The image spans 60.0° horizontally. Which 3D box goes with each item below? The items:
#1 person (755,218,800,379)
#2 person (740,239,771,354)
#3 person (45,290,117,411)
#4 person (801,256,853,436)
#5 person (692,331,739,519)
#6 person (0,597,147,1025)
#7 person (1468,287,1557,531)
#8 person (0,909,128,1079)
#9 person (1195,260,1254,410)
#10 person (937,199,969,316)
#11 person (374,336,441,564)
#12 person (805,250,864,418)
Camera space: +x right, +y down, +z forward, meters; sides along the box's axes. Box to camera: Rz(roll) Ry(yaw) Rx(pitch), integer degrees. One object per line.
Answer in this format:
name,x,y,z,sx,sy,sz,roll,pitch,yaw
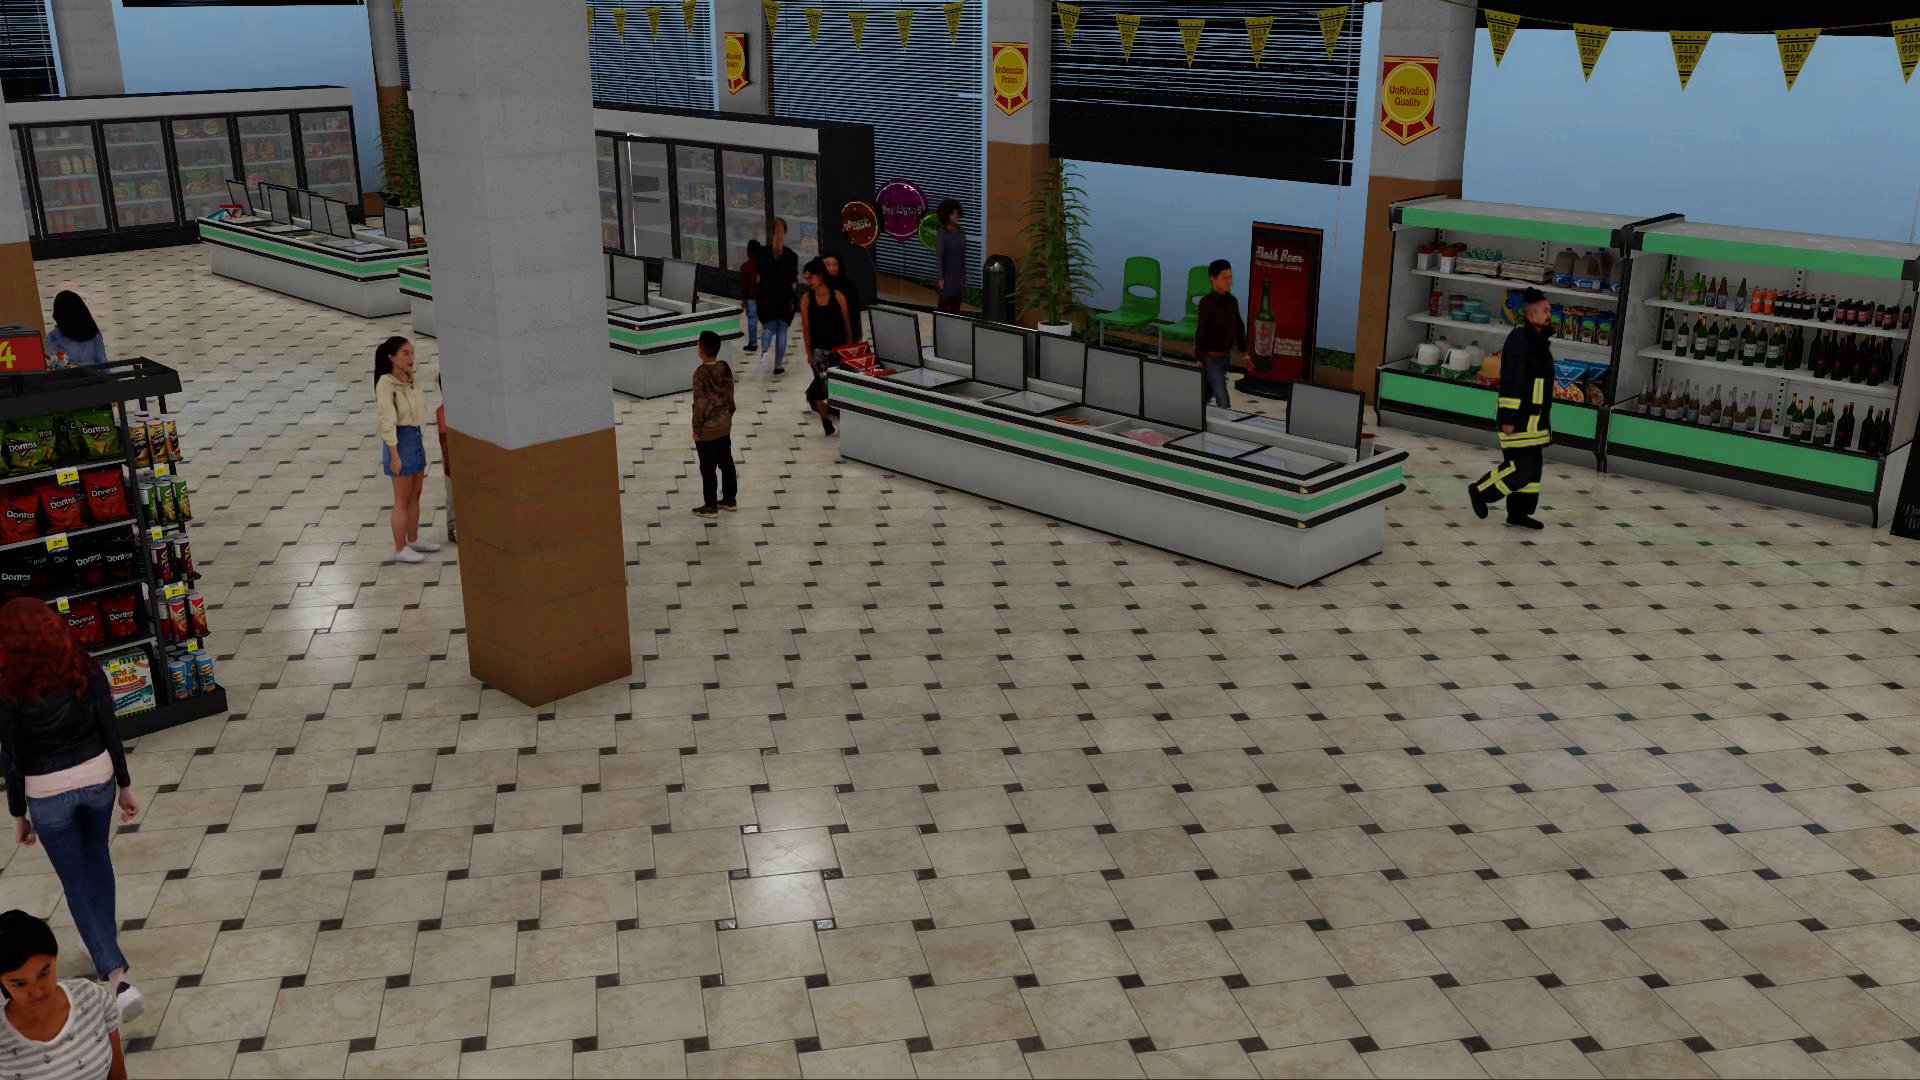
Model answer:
person,-1.917,-2.472,17.266,0.975,1.667,1.008,0,19,1
person,-2.305,-2.756,18.752,0.524,1.255,0.508,-14,23,-36
person,-6.722,-1.018,12.854,0.686,1.730,1.122,-16,24,-39
person,-1.234,-1.763,15.193,0.742,1.647,0.773,-8,20,-23
person,-1.920,-0.909,12.959,0.597,1.455,0.599,14,23,35
person,-3.477,1.097,6.555,0.641,1.748,1.178,-15,24,-38
person,4.198,-0.988,12.583,0.842,1.845,0.773,16,24,39
person,-2.587,1.768,4.749,0.645,1.630,0.580,15,24,37
person,2.132,-1.534,14.385,1.126,1.728,0.724,15,24,38
person,-0.105,-2.943,18.595,0.499,1.710,0.589,17,25,41
person,-3.994,-0.662,11.954,0.746,1.630,0.721,3,19,8
person,-1.215,-1.955,15.834,0.753,1.601,0.882,-10,21,-27
